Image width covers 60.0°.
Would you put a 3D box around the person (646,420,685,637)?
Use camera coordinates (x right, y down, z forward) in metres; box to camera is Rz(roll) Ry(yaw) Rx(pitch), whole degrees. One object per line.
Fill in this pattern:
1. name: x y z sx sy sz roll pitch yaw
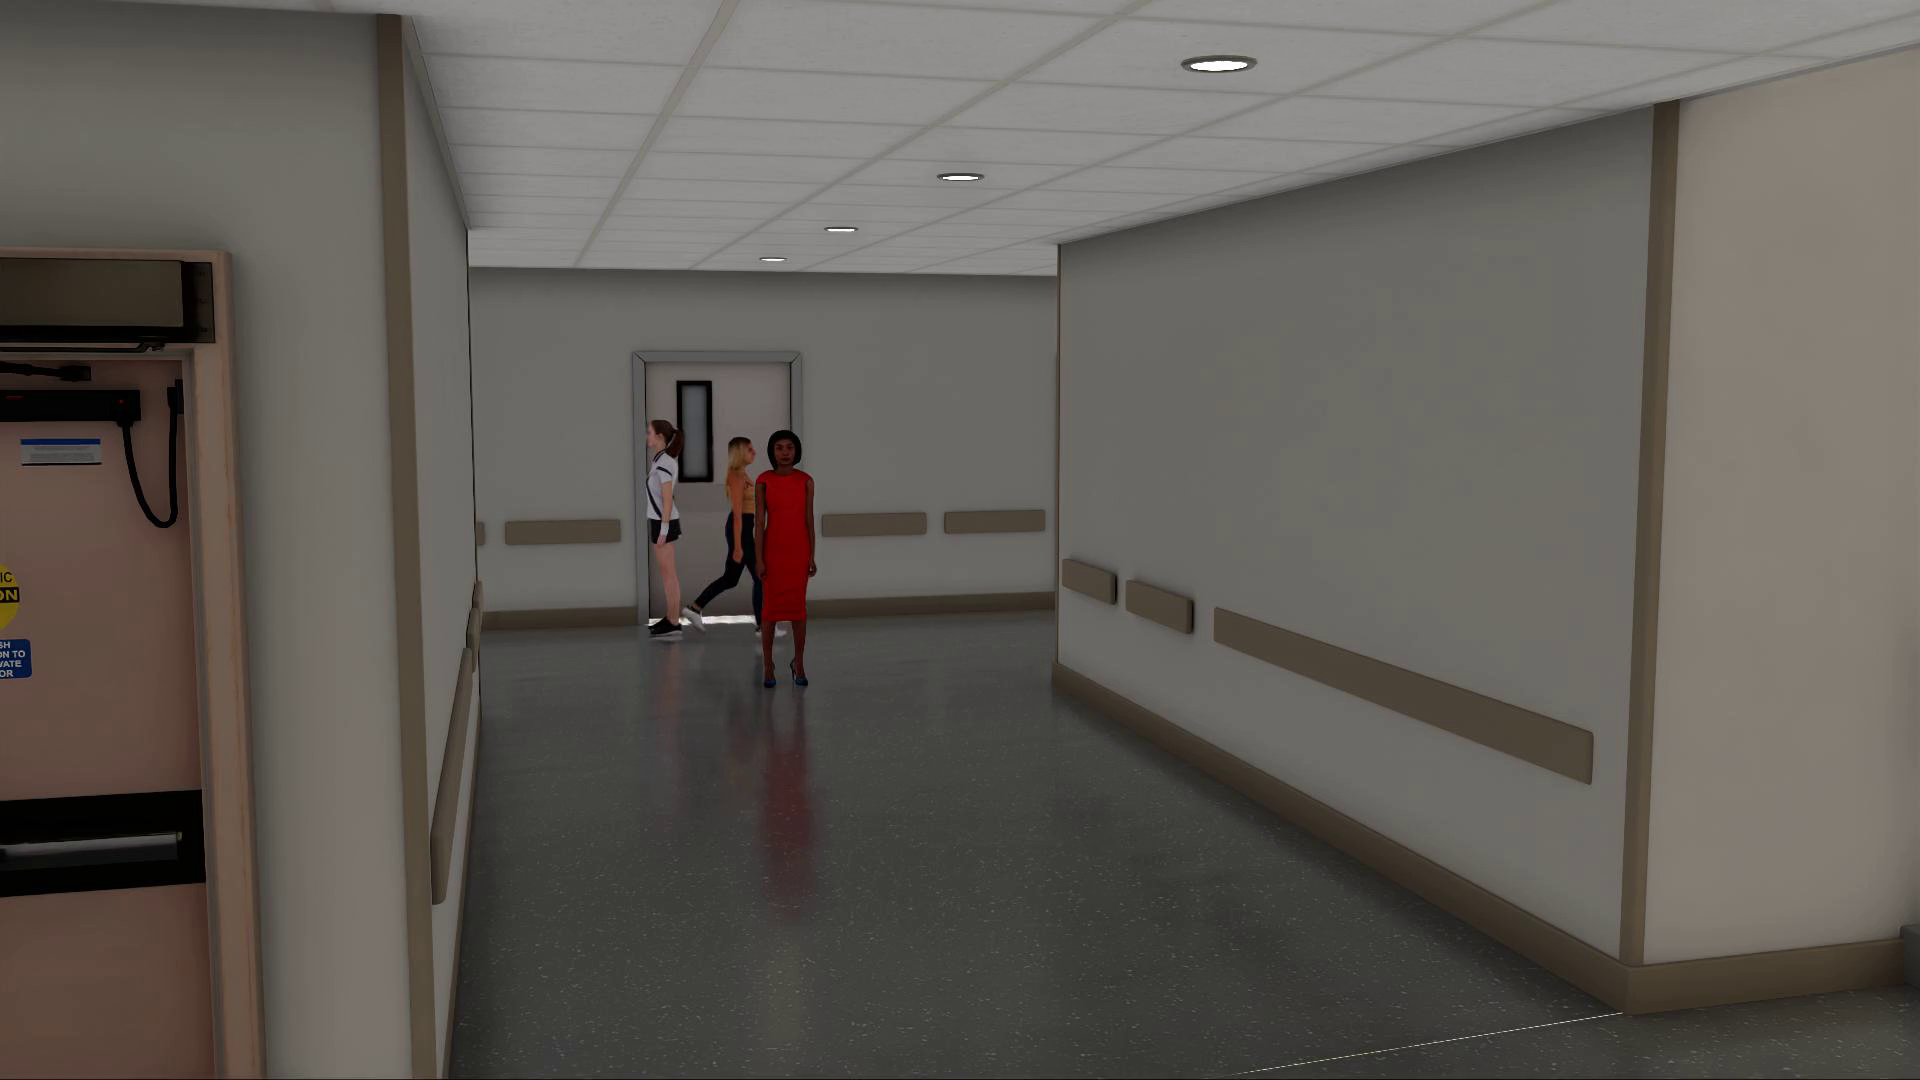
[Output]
1. person: -2.405 -0.104 13.546 0.559 1.751 0.570 -1 6 -10

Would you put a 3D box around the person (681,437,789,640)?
1. person: -1.814 0.007 13.187 1.119 1.602 0.730 0 6 -3

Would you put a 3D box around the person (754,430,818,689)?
1. person: -1.193 0.121 11.349 0.434 1.744 0.638 -2 6 -17
